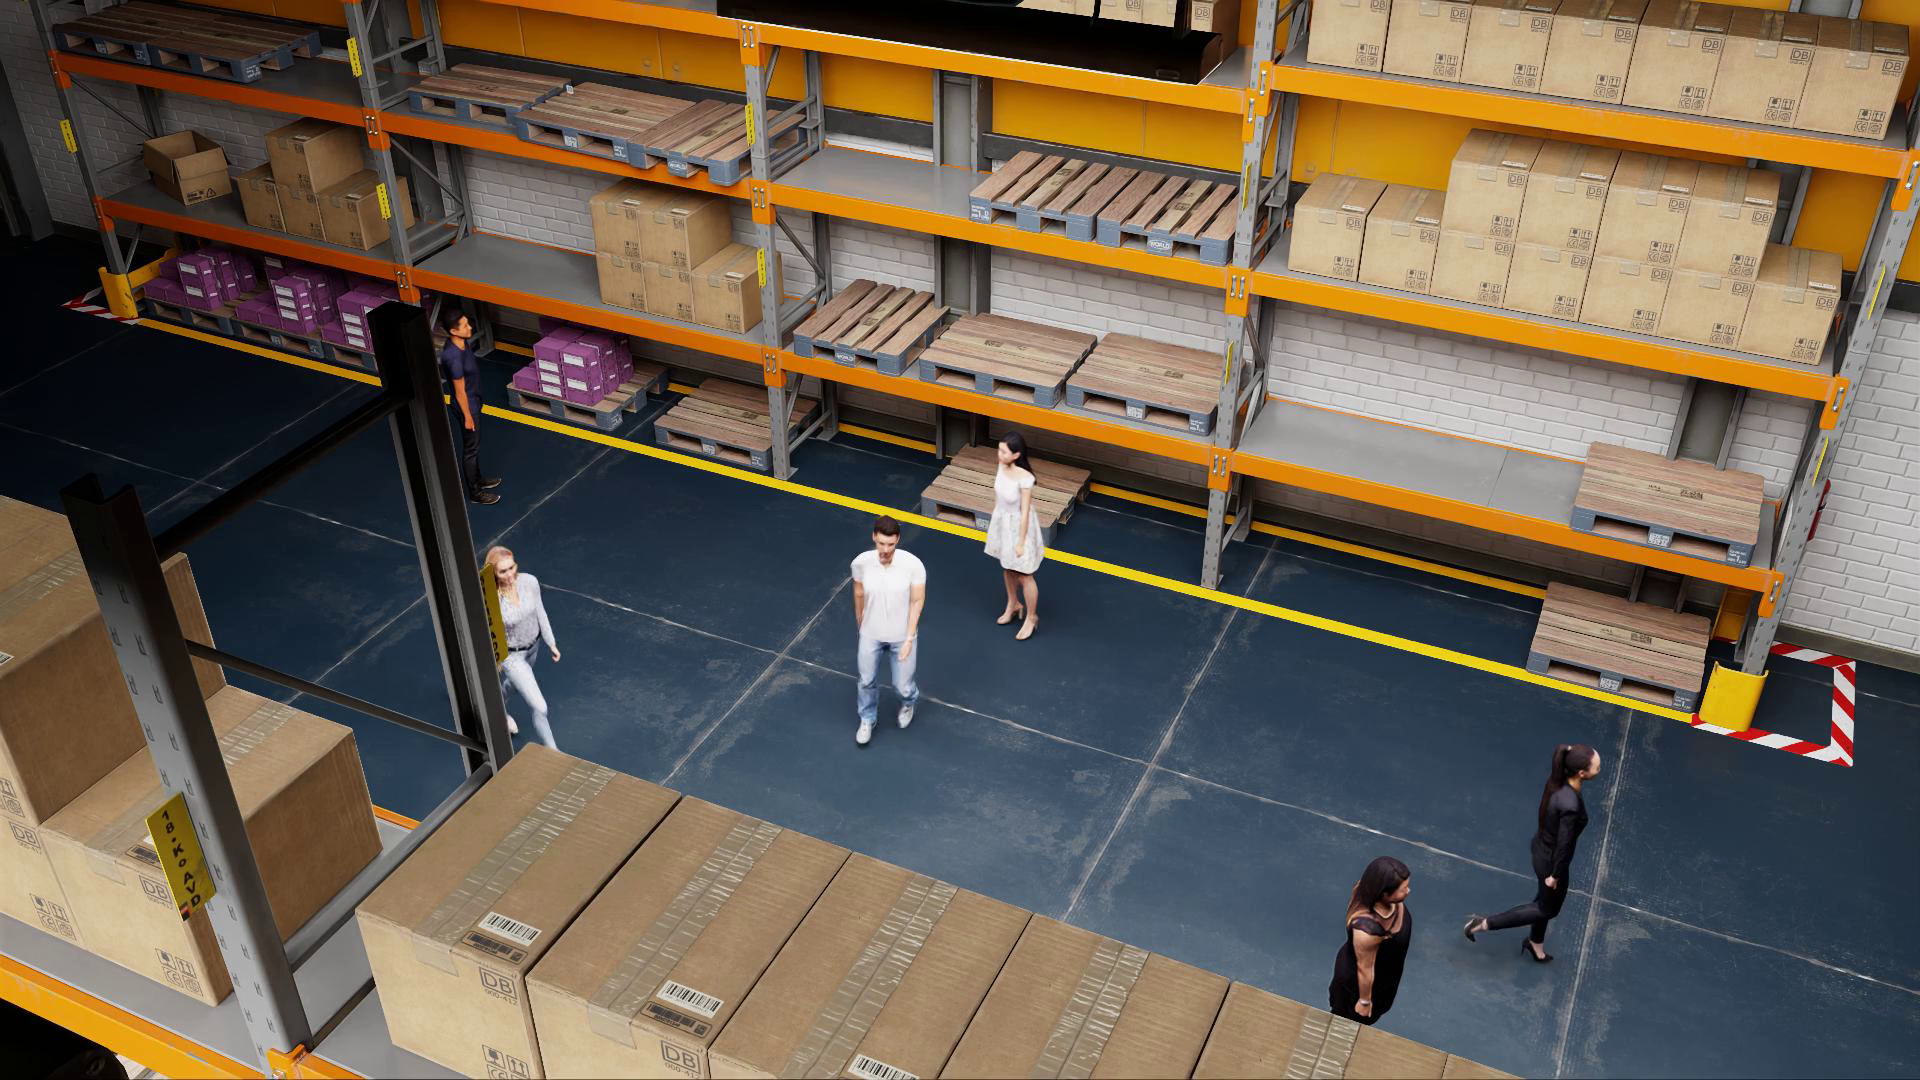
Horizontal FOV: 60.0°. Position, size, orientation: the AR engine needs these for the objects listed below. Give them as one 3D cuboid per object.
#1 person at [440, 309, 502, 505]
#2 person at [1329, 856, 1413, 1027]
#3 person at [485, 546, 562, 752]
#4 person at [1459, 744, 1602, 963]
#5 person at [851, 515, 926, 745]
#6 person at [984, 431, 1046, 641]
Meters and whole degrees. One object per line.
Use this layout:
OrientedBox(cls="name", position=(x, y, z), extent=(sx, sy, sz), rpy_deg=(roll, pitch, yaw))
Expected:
OrientedBox(cls="person", position=(-4.215, -1.159, 14.209), extent=(0.730, 1.791, 0.719), rpy_deg=(-6, 34, -9))
OrientedBox(cls="person", position=(2.182, 2.353, 8.992), extent=(0.647, 1.717, 0.698), rpy_deg=(9, 35, 13))
OrientedBox(cls="person", position=(-3.053, 0.756, 11.369), extent=(1.268, 1.745, 0.801), rpy_deg=(24, 41, 32))
OrientedBox(cls="person", position=(3.389, 1.861, 9.745), extent=(0.906, 1.702, 0.719), rpy_deg=(5, 34, 8))
OrientedBox(cls="person", position=(-0.468, 0.597, 11.525), extent=(0.785, 1.837, 0.828), rpy_deg=(10, 35, 15))
OrientedBox(cls="person", position=(0.417, -0.044, 12.552), extent=(0.845, 1.768, 0.749), rpy_deg=(-20, 39, -28))
